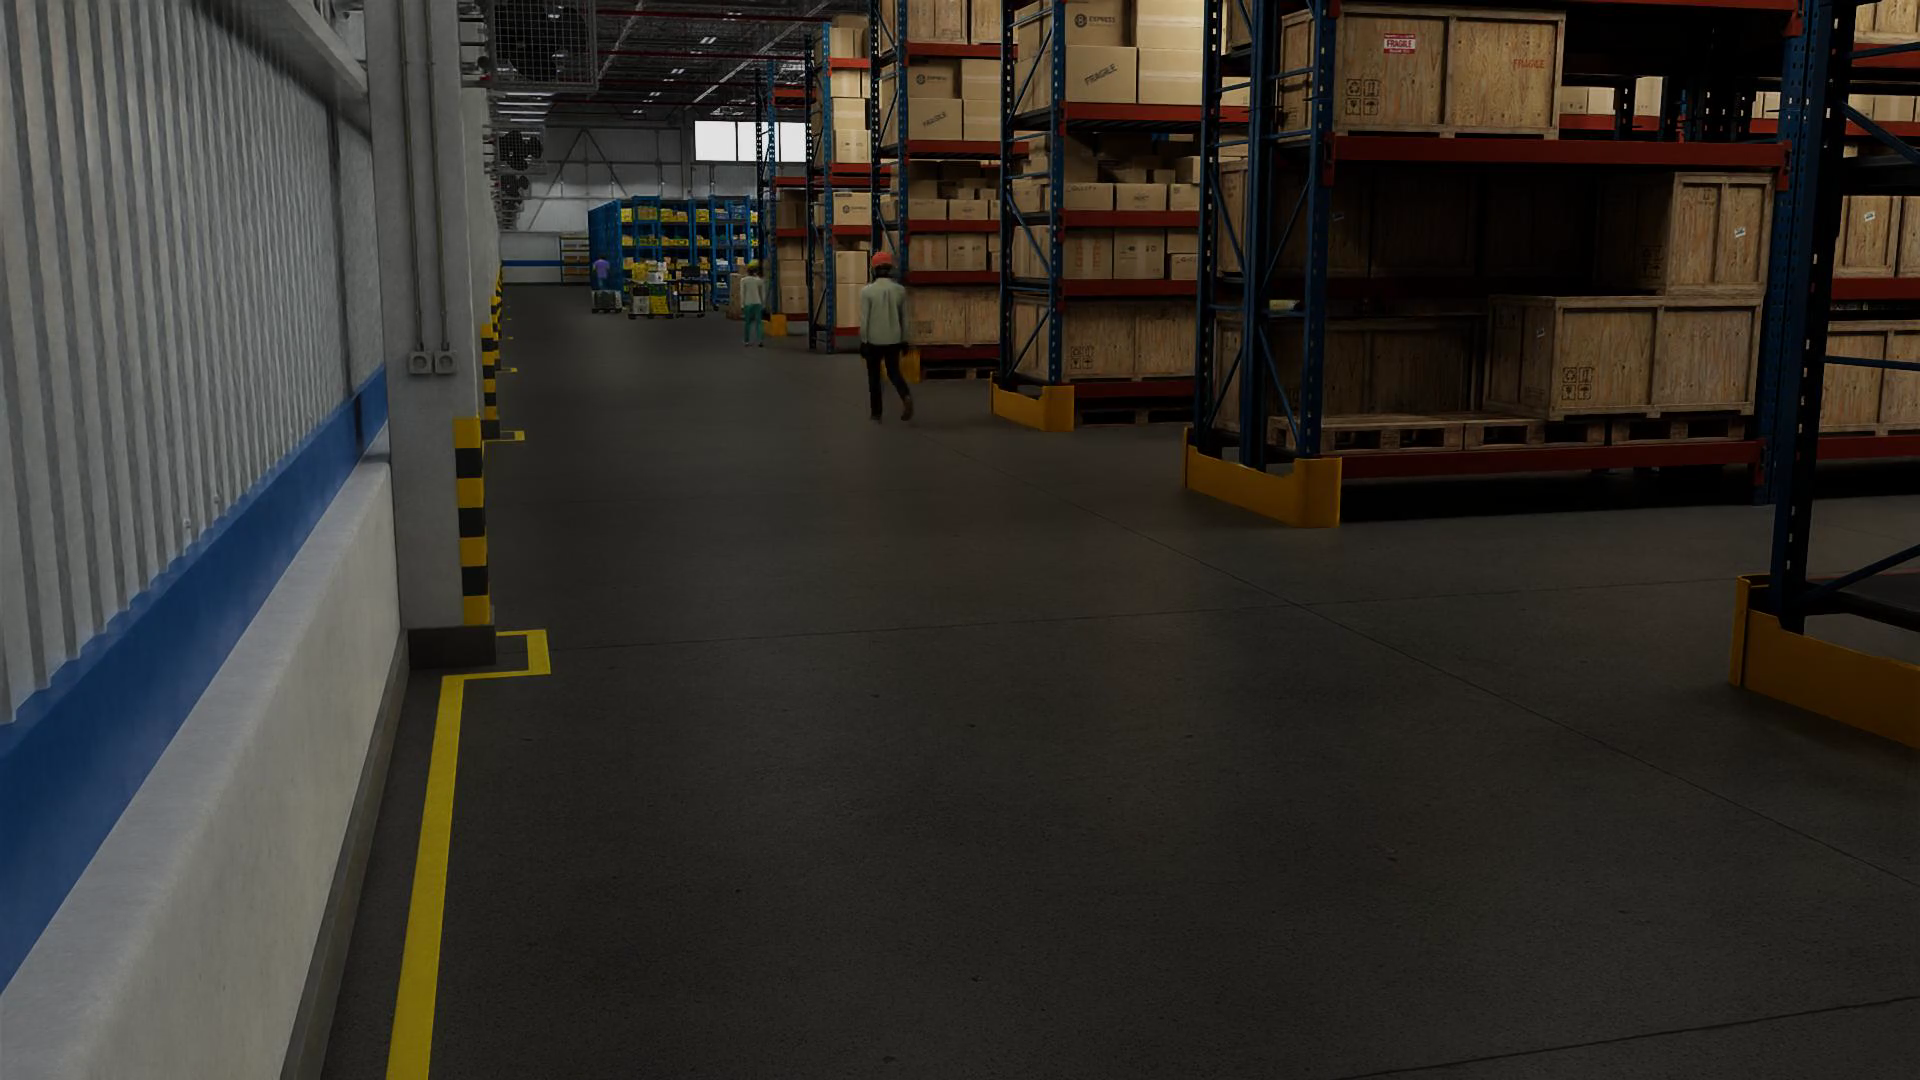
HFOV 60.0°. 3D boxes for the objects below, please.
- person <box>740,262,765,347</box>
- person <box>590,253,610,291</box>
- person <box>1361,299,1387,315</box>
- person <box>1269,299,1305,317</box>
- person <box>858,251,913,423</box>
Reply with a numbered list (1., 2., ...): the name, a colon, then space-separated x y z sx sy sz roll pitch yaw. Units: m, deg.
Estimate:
1. person: -4.183 -4.773 33.693 0.537 1.725 0.901 -4 11 -21
2. person: -12.572 -9.133 58.199 0.627 1.796 0.945 -7 12 -36
3. person: 3.855 -1.488 15.351 0.687 1.618 0.516 -4 11 -23
4. person: 3.476 -2.023 17.877 0.869 1.817 0.636 -5 11 -25
5. person: -0.829 -2.278 18.876 0.622 1.972 0.728 -5 11 -27
